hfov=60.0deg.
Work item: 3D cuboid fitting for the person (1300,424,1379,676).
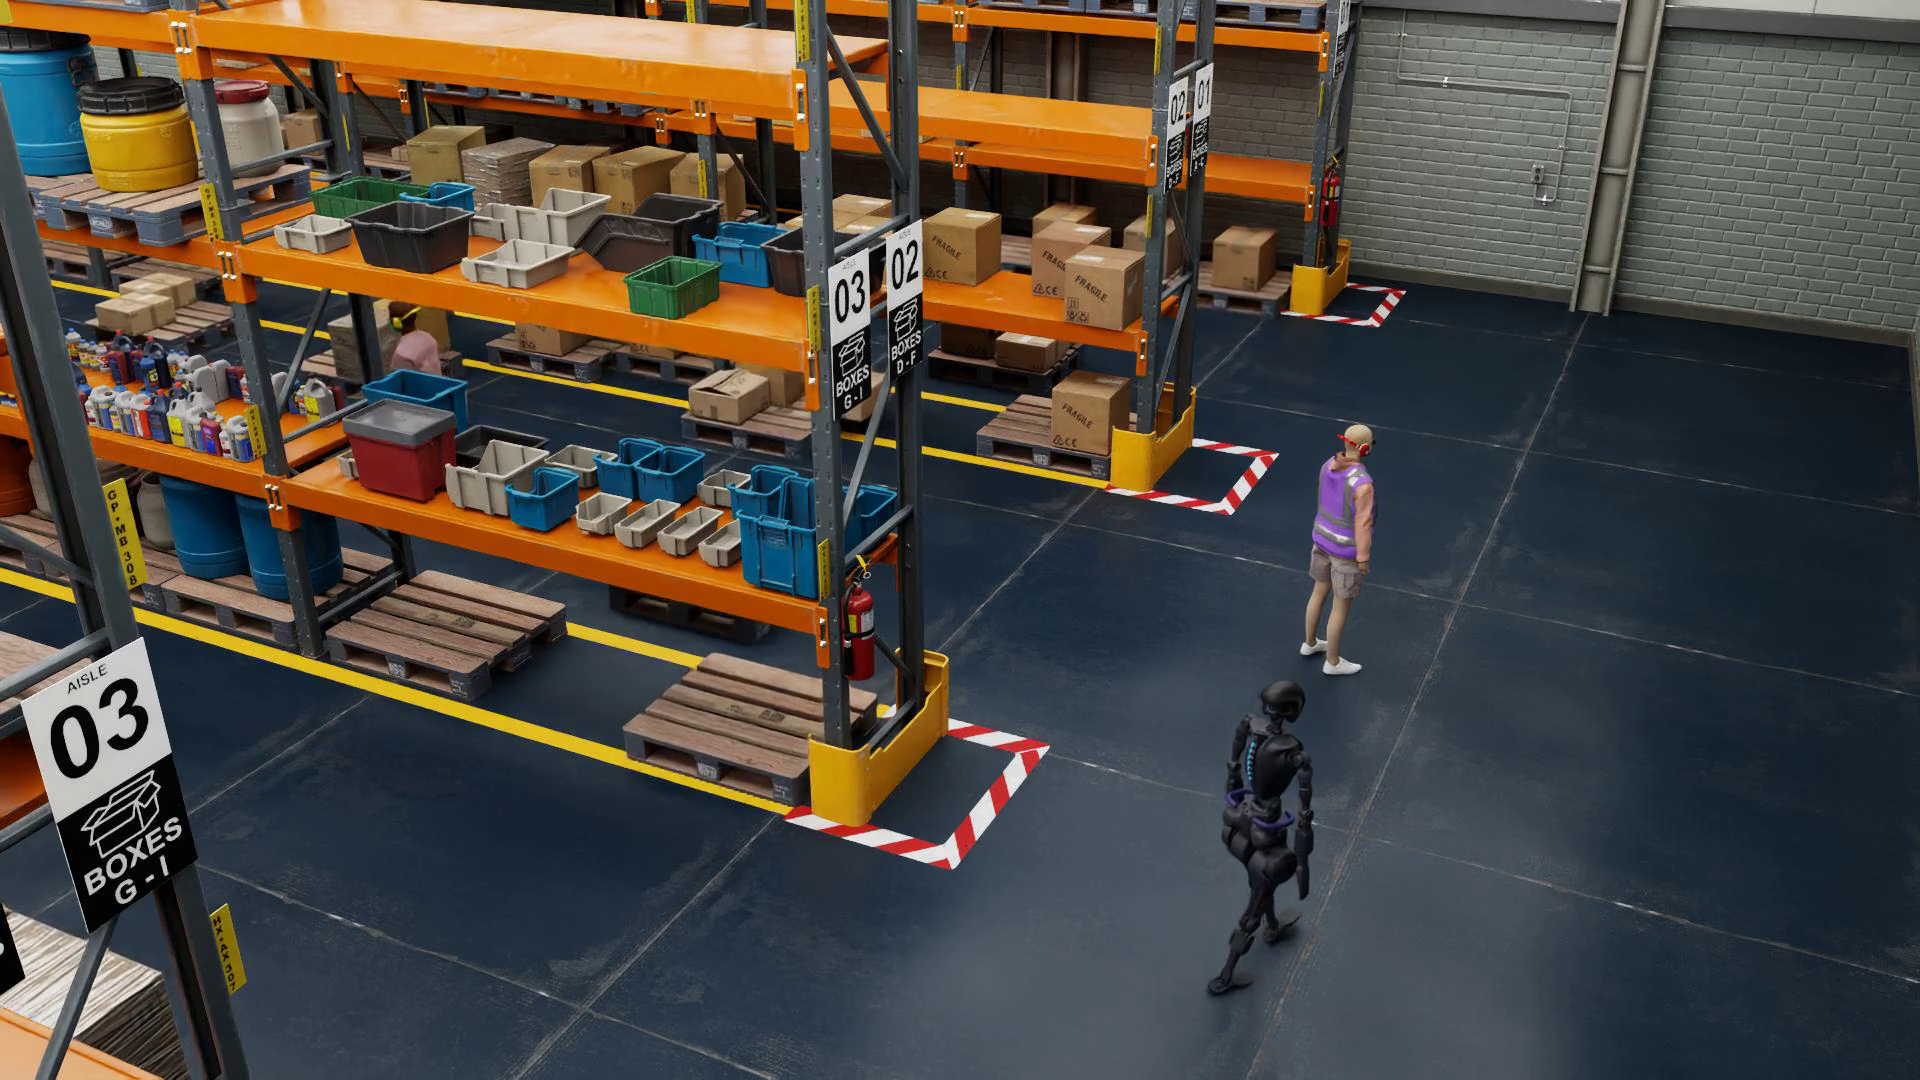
[{"bbox_3d":[2.425,0.056,10.593,0.351,1.688,0.489,-11,28,-21],"label":"person"}]

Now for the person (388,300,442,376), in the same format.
[{"bbox_3d":[-4.035,-0.973,12.570,0.458,1.789,0.534,7,27,14],"label":"person"}]

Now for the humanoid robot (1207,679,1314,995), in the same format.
[{"bbox_3d":[1.495,1.380,7.944,0.713,1.629,0.610,-15,30,-28],"label":"humanoid robot"}]
